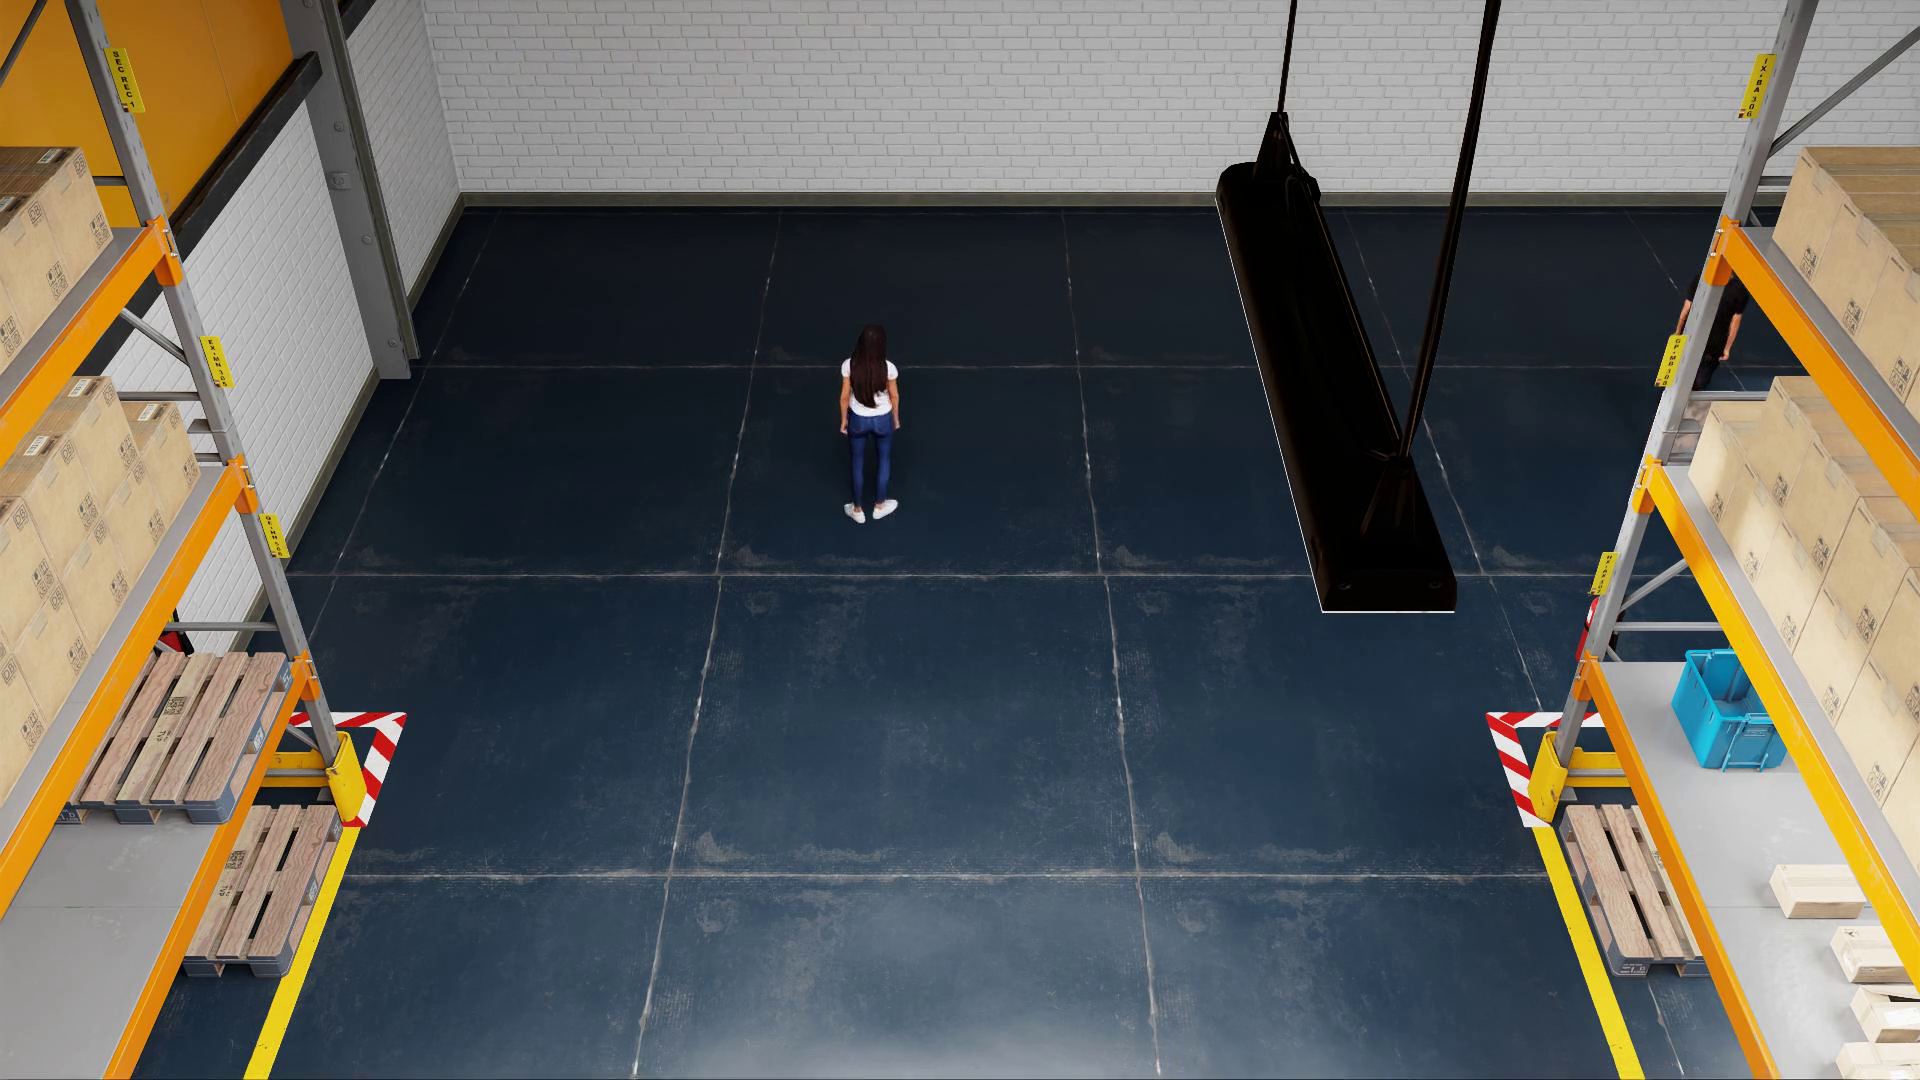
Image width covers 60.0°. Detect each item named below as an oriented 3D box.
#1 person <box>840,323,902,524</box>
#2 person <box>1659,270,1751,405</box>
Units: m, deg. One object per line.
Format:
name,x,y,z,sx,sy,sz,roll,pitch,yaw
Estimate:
person,-0.703,-0.893,13.027,0.638,1.768,0.540,-3,39,-3
person,6.248,-1.656,14.003,0.960,1.742,1.064,26,46,29
